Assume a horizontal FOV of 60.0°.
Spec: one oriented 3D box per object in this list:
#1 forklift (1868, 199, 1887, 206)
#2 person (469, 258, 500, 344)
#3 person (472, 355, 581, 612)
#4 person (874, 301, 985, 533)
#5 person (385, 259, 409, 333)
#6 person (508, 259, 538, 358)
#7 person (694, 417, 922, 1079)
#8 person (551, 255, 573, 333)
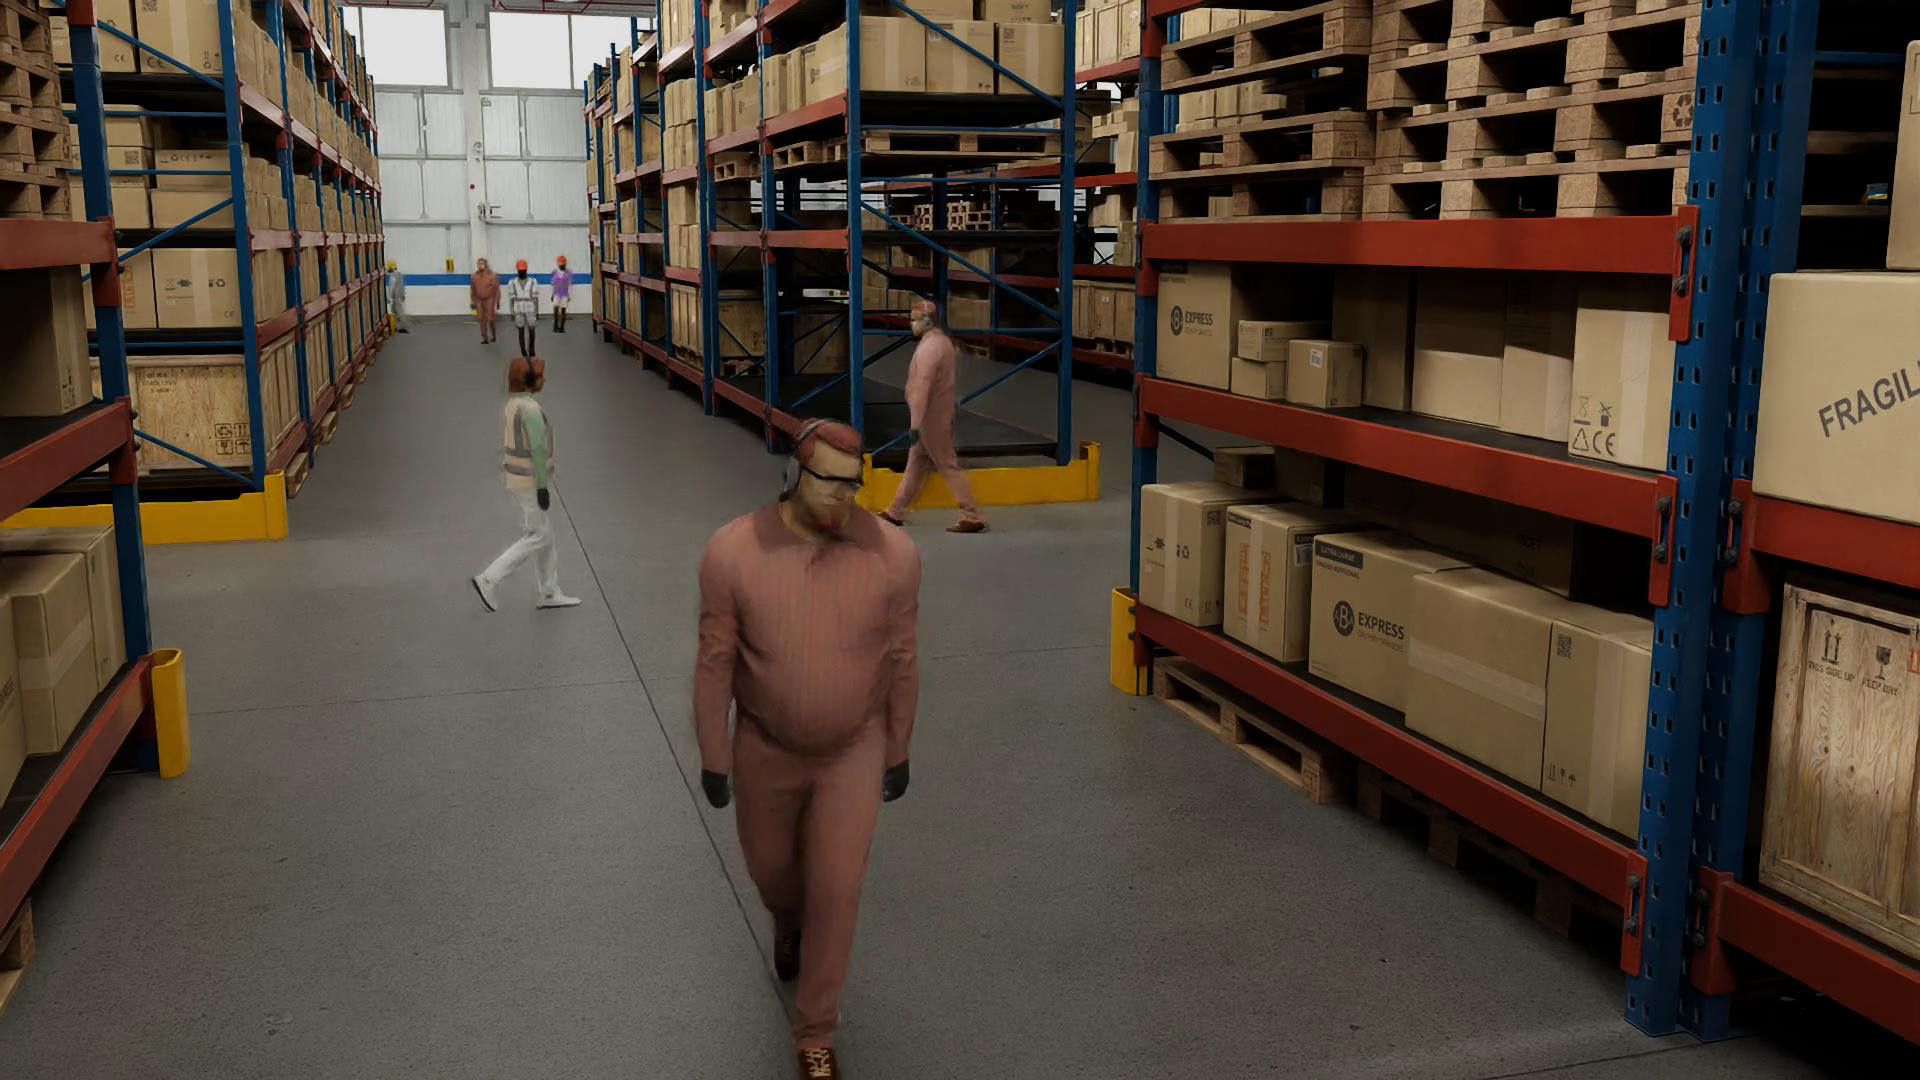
[{"bbox_3d":[11.338,-2.915,21.052,1.129,2.768,1.873,-3,11,-17],"label":"forklift"},{"bbox_3d":[-10.448,-5.239,36.512,0.676,1.890,0.429,2,10,9],"label":"person"},{"bbox_3d":[-2.719,-0.339,10.353,0.613,1.619,0.526,-5,11,-26],"label":"person"},{"bbox_3d":[-0.249,-0.970,13.239,1.015,1.849,0.656,2,11,11],"label":"person"},{"bbox_3d":[-13.840,-5.929,40.541,0.740,1.797,0.608,0,10,-1],"label":"person"},{"bbox_3d":[-8.263,-4.347,31.526,0.546,1.921,0.432,-3,11,-14],"label":"person"},{"bbox_3d":[-0.435,0.559,4.801,0.643,1.869,0.874,-1,10,-5],"label":"person"},{"bbox_3d":[-9.758,-6.012,40.736,0.576,1.903,0.494,0,10,3],"label":"person"}]
